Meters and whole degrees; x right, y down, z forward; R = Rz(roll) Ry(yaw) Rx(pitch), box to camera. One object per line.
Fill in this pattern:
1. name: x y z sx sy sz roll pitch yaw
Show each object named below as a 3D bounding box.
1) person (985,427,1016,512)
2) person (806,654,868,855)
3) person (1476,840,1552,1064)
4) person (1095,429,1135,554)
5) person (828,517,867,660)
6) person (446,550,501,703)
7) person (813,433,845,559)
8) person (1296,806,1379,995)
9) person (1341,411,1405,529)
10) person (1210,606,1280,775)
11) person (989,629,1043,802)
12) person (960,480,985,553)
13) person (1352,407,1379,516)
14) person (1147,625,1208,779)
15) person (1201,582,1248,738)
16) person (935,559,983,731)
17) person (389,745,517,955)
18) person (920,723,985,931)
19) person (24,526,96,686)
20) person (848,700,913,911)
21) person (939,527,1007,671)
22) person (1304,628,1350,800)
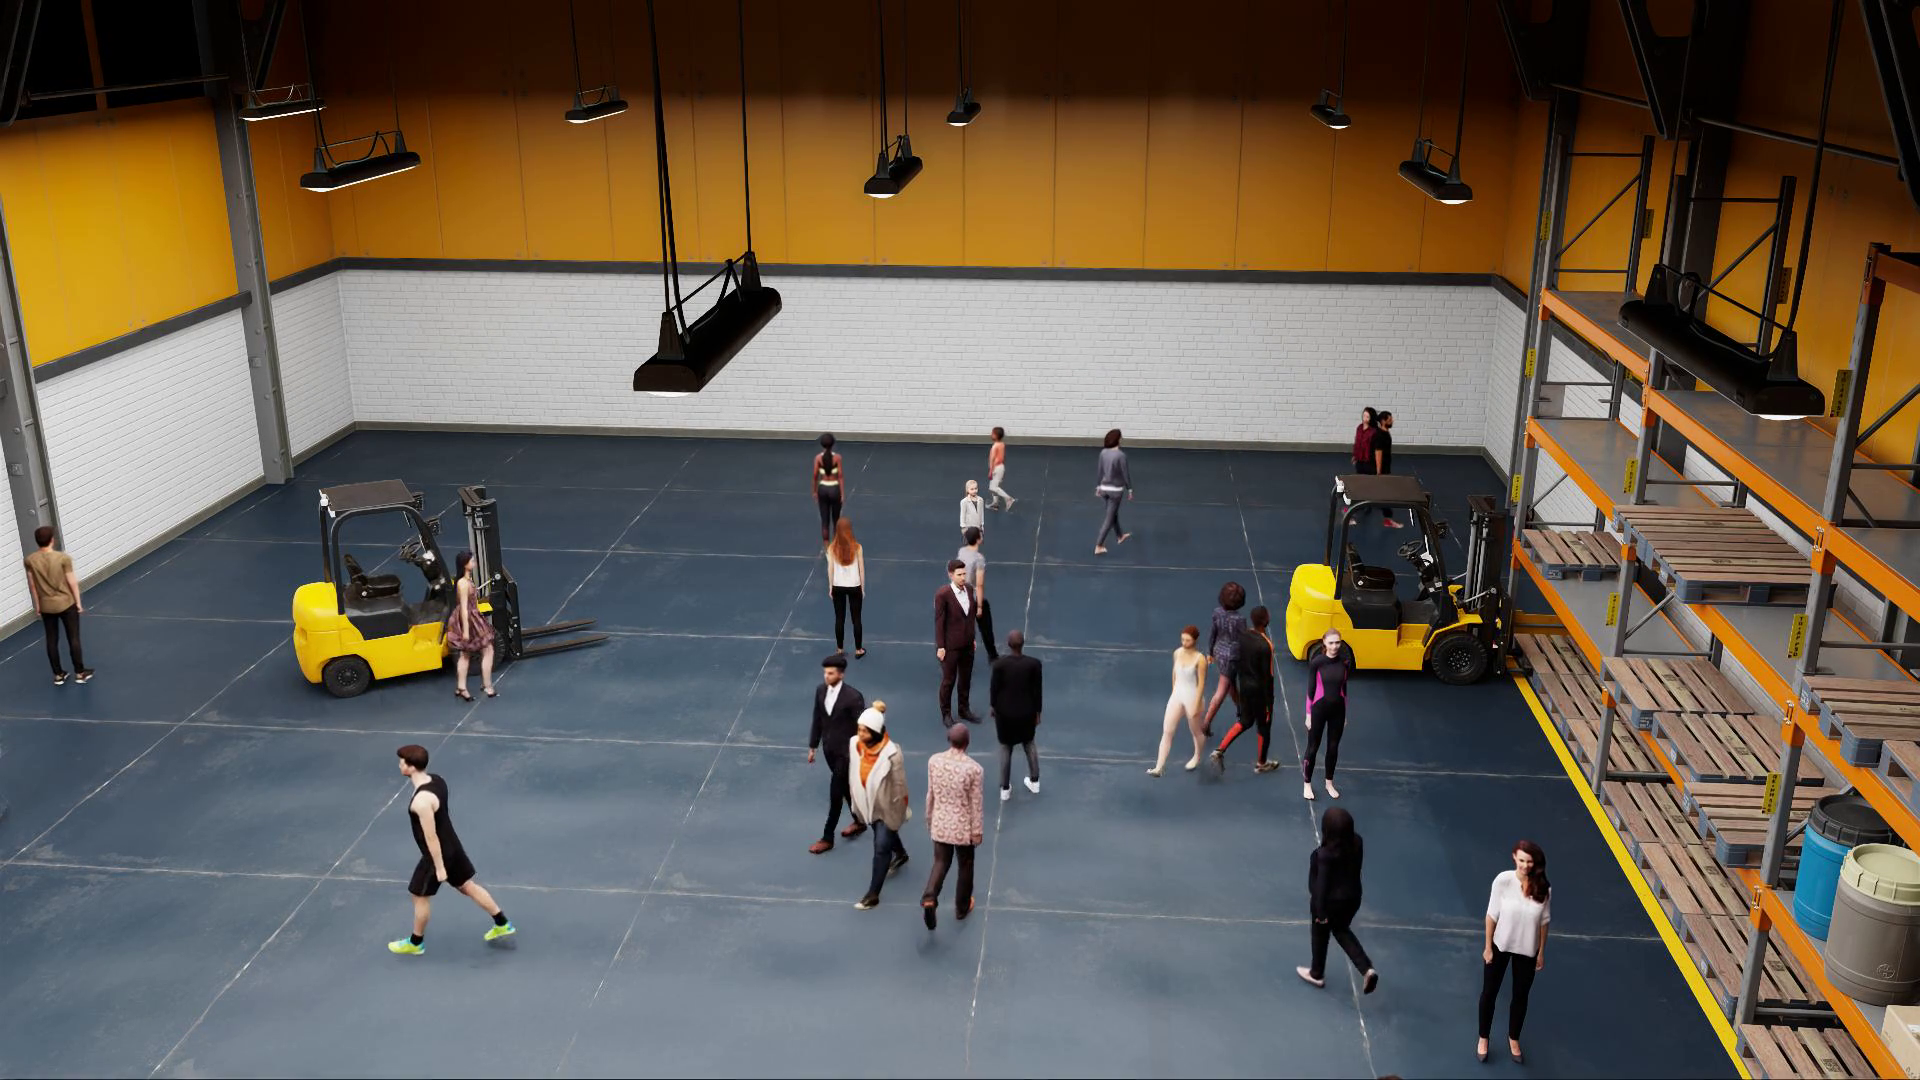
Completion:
1. person: 0.604 -1.044 24.928 0.704 1.299 0.748 9 21 26
2. person: -1.026 1.901 15.318 1.061 1.851 1.164 16 25 40
3. person: 4.039 2.996 12.155 0.602 1.795 0.510 2 19 6
4. person: 2.062 -0.641 23.069 1.068 1.720 1.183 18 25 42
5. person: -1.321 0.565 19.490 0.560 1.719 0.485 2 19 5
6. person: -5.482 0.966 18.241 0.845 1.756 0.802 -7 20 -19
7. person: -1.812 -0.584 22.893 0.650 1.725 0.992 0 19 -1
8. person: 2.991 2.835 12.942 0.961 1.596 1.041 -14 23 -35
9. person: 6.008 -1.012 24.151 0.946 1.734 1.150 8 20 23
10. person: 2.861 1.526 16.527 1.072 1.789 1.064 -11 22 -30
11. person: 0.507 1.709 16.040 0.745 1.755 0.756 -2 19 -6
12. person: 0.160 -0.194 22.439 0.597 1.276 0.642 -9 21 -26
13. person: 6.072 -1.190 24.822 0.744 1.643 0.644 -9 21 -26
14. person: 2.320 1.595 16.615 0.927 1.602 1.108 14 23 36
15. person: 2.753 1.301 17.417 1.086 1.649 1.088 -12 22 -32
16. person: -0.028 1.083 17.724 0.773 1.865 0.835 -15 24 -38
17. person: -4.121 2.536 13.461 0.864 1.833 1.219 0 19 -1
18. person: -0.078 2.424 13.870 0.881 1.784 1.061 7 20 21
19. person: -10.210 0.730 18.792 0.706 1.852 0.639 -3 19 -9
20. person: -0.628 2.221 14.409 1.099 1.825 1.338 12 22 32
21. person: 0.061 0.713 19.054 1.217 1.717 1.144 -16 24 -39
22. person: 3.570 1.671 16.157 0.621 1.750 0.612 -3 19 -8
